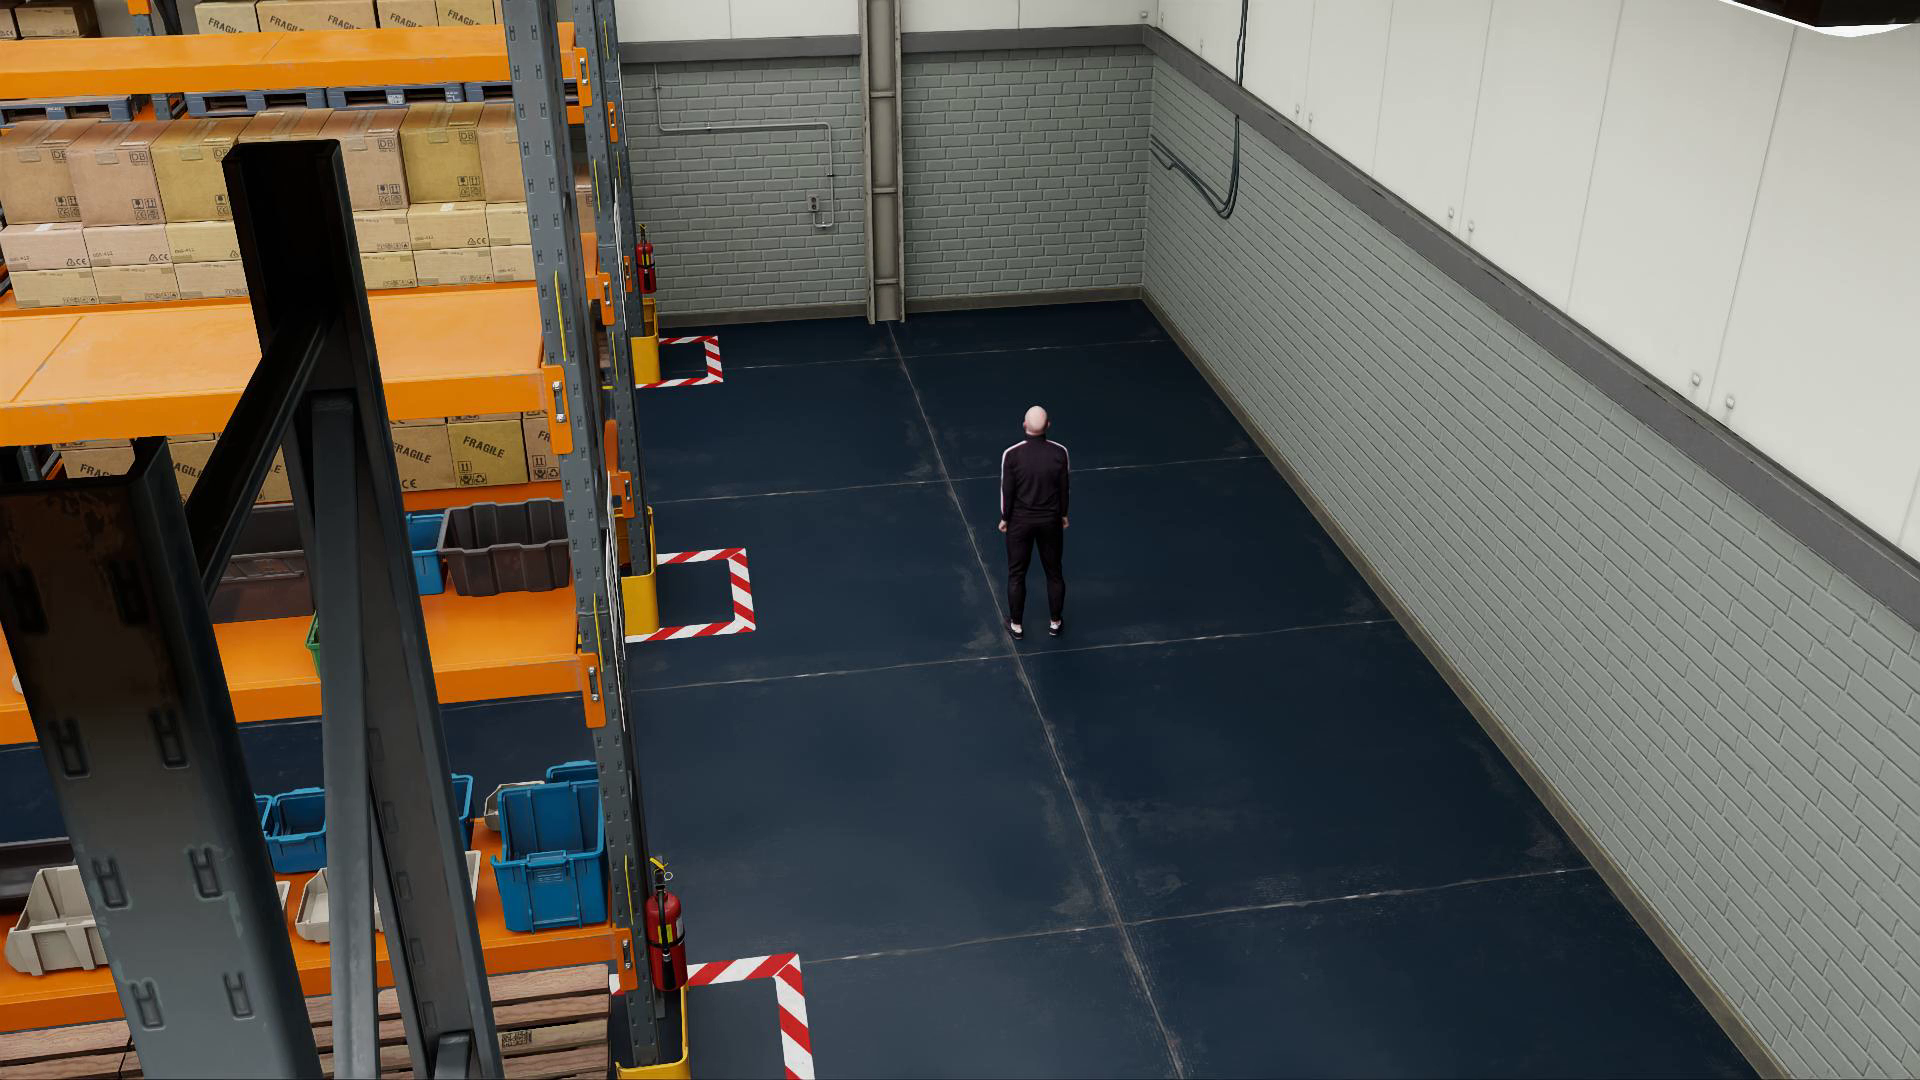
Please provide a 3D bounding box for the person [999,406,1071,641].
[{"bbox_3d":[0.551,-0.119,12.164,0.511,1.837,0.734,-3,28,-6],"label":"person"}]
